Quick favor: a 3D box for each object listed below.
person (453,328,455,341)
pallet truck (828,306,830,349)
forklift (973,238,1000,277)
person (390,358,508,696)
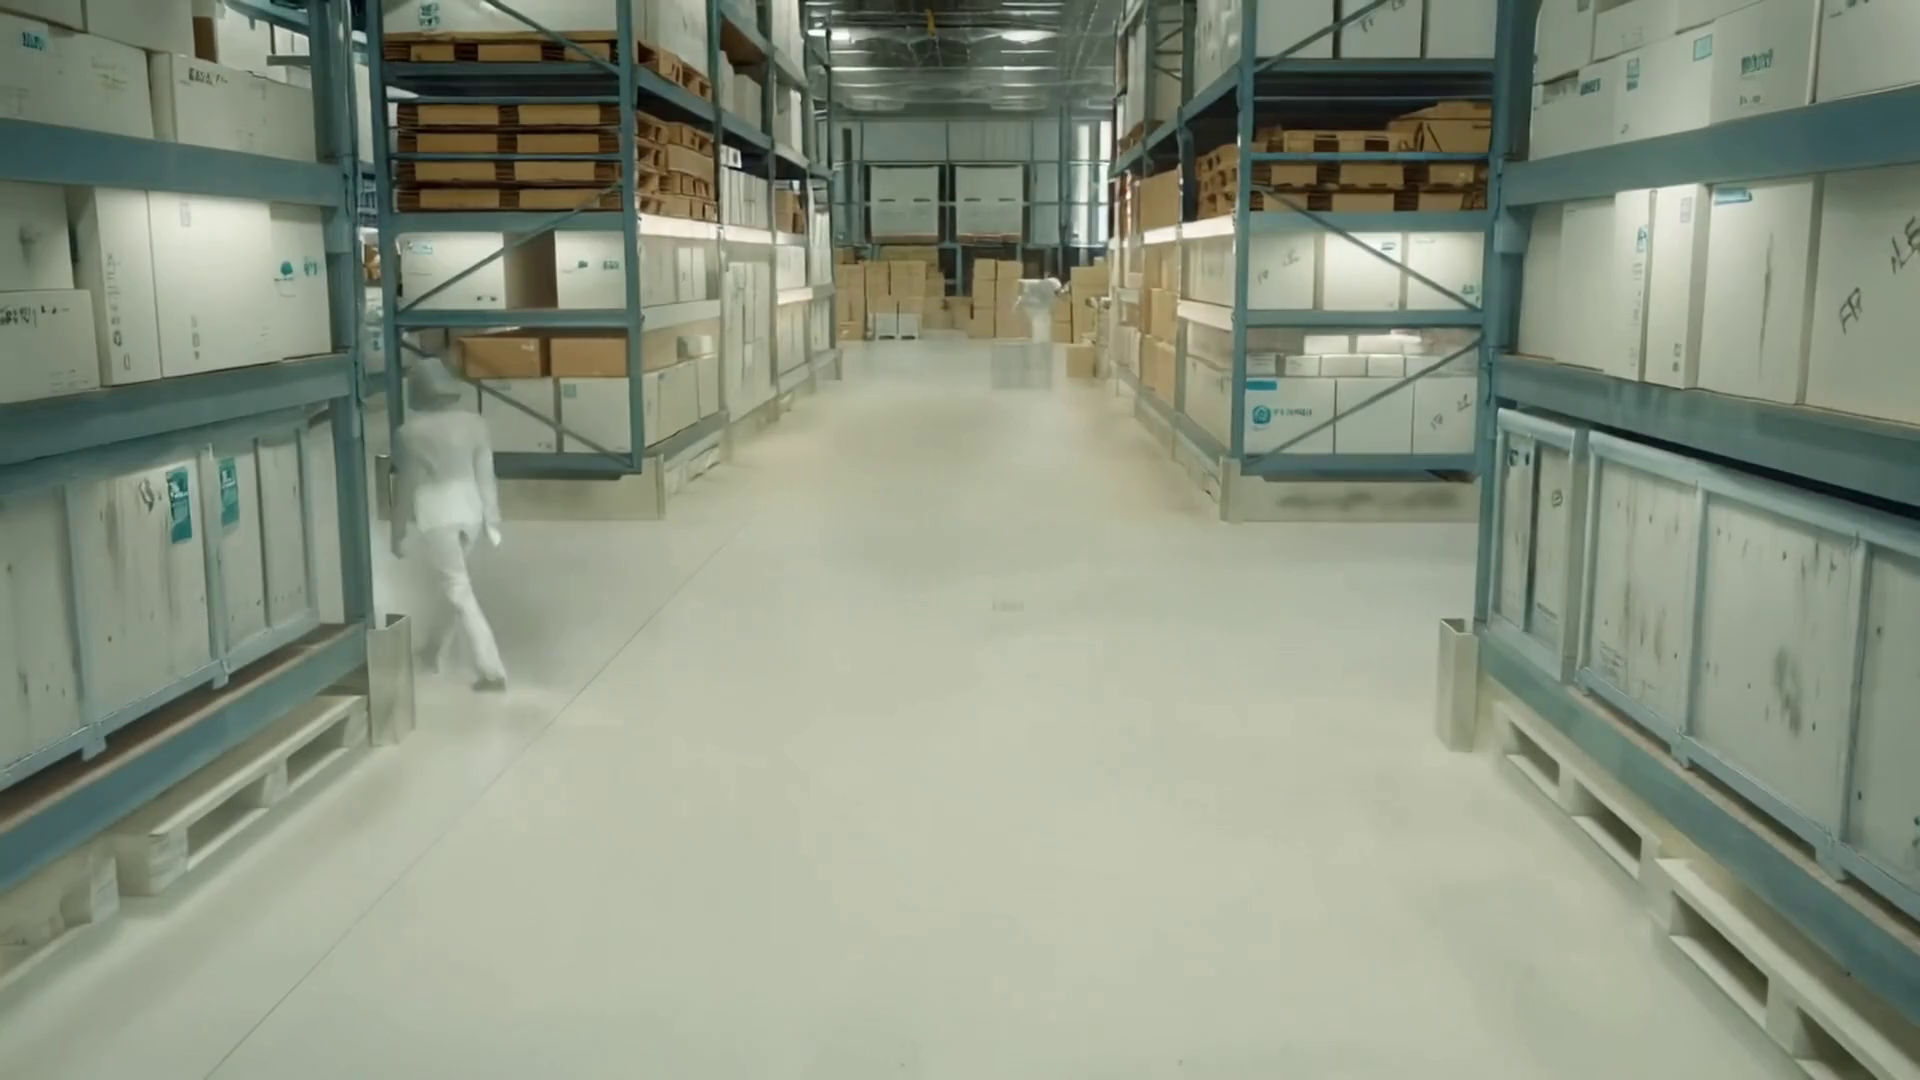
[{"bbox_3d":[-12.911,-5.957,43.075,0.523,1.593,0.862,3,10,16],"label":"person"},{"bbox_3d":[-3.100,-3.940,29.800,1.885,1.965,0.823,3,10,19],"label":"pallet truck"},{"bbox_3d":[0.890,-8.731,55.860,1.129,2.768,1.873,0,9,1],"label":"forklift"},{"bbox_3d":[-2.429,-0.068,7.852,0.879,1.576,0.506,6,11,33],"label":"person"}]
